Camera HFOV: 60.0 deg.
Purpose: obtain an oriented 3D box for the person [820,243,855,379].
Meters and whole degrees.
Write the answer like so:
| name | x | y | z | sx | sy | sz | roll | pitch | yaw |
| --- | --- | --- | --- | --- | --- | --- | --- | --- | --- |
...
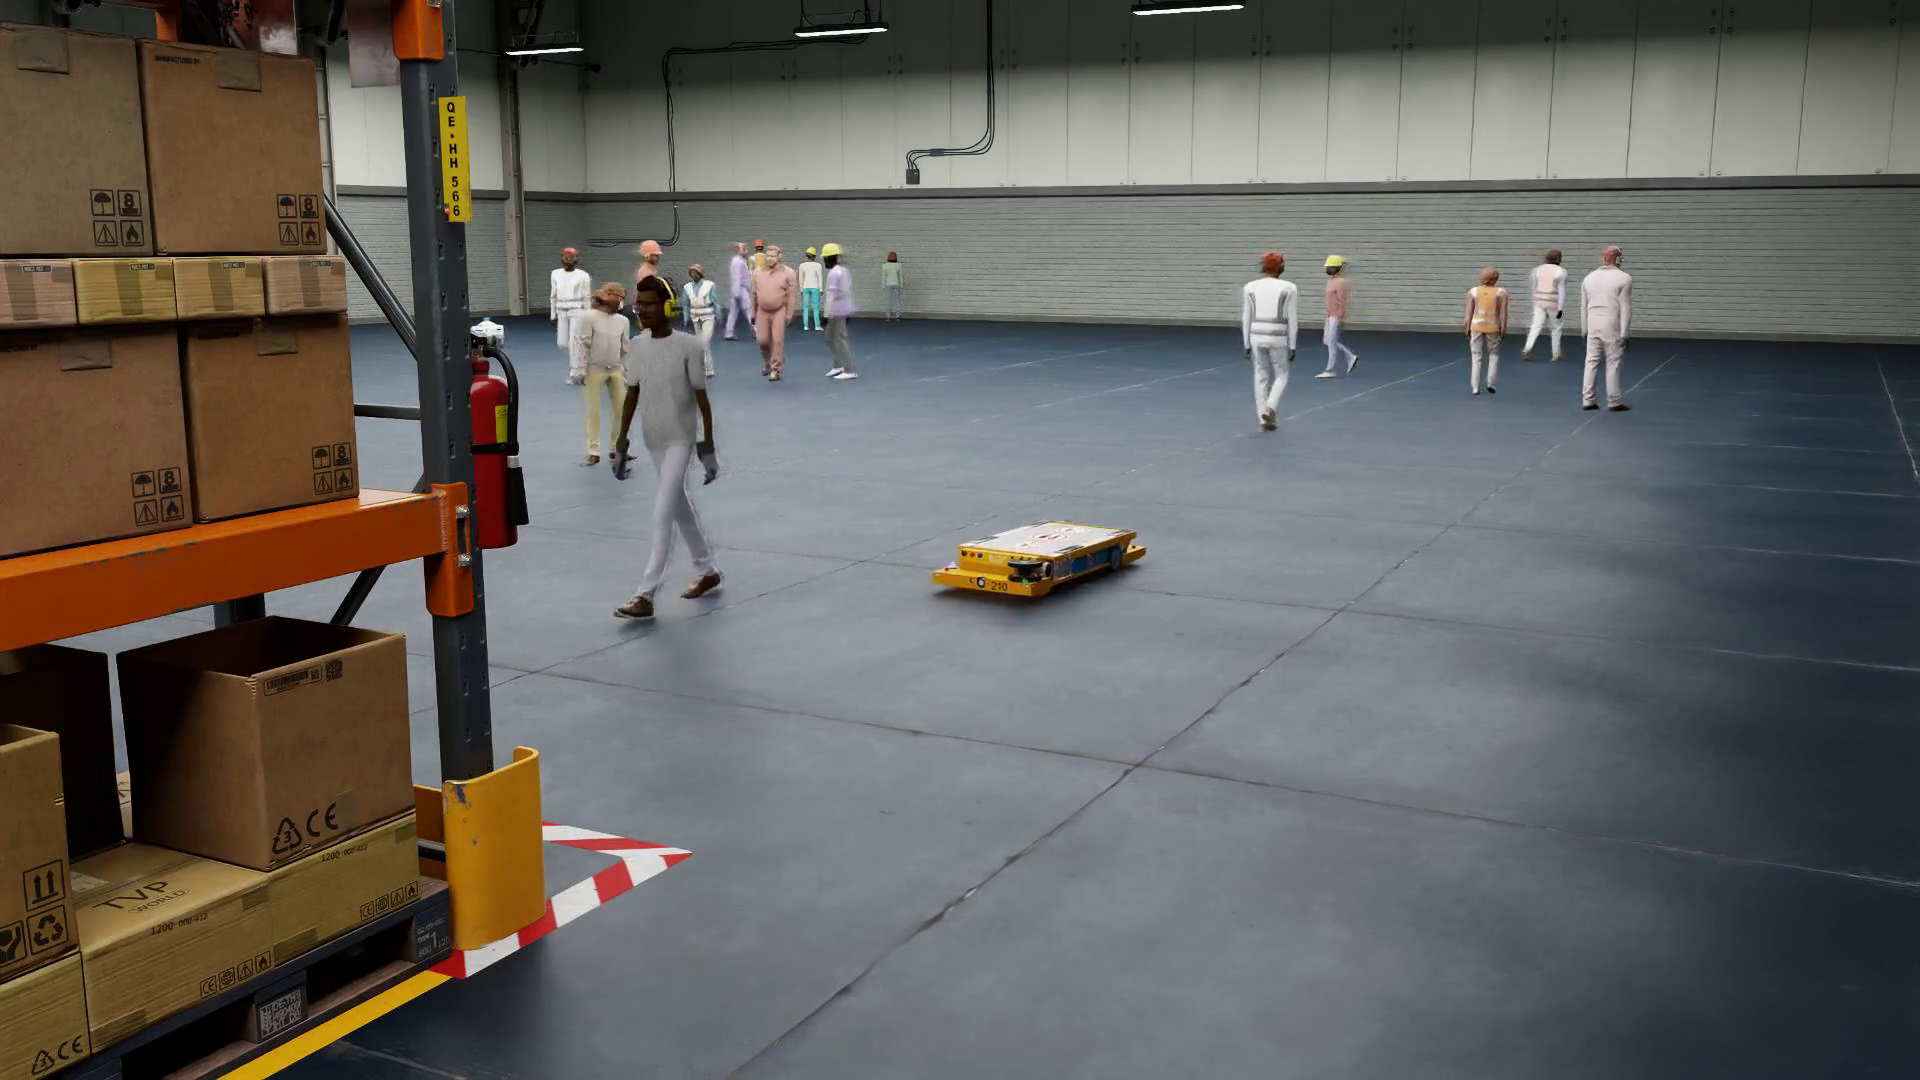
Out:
| name | x | y | z | sx | sy | sz | roll | pitch | yaw |
| --- | --- | --- | --- | --- | --- | --- | --- | --- | --- |
| person | -1.754 | -3.218 | 23.477 | 0.609 | 1.904 | 0.599 | 1 | 10 | 4 |

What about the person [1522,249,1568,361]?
| name | x | y | z | sx | sy | sz | roll | pitch | yaw |
| --- | --- | --- | --- | --- | --- | --- | --- | --- | --- |
| person | 9.431 | -3.762 | 26.723 | 0.921 | 1.811 | 0.631 | -9 | 14 | -41 |

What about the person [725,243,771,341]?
| name | x | y | z | sx | sy | sz | roll | pitch | yaw |
| --- | --- | --- | --- | --- | --- | --- | --- | --- | --- |
| person | -4.090 | -4.746 | 31.905 | 0.960 | 1.855 | 0.673 | -1 | 10 | -8 |

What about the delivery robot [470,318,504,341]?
| name | x | y | z | sx | sy | sz | roll | pitch | yaw |
| --- | --- | --- | --- | --- | --- | --- | --- | --- | --- |
| delivery robot | -8.401 | -3.705 | 29.546 | 0.477 | 0.478 | 0.707 | 2 | 11 | 10 |

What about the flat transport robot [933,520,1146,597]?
| name | x | y | z | sx | sy | sz | roll | pitch | yaw |
| --- | --- | --- | --- | --- | --- | --- | --- | --- | --- |
| flat transport robot | 0.501 | 0.087 | 9.901 | 0.652 | 0.197 | 1.431 | 7 | 12 | 32 |

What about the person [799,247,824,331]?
| name | x | y | z | sx | sy | sz | roll | pitch | yaw |
| --- | --- | --- | --- | --- | --- | --- | --- | --- | --- |
| person | -3.148 | -5.317 | 35.284 | 0.523 | 1.769 | 0.319 | 3 | 11 | 17 |

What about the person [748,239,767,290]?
| name | x | y | z | sx | sy | sz | roll | pitch | yaw |
| --- | --- | --- | --- | --- | --- | --- | --- | --- | --- |
| person | -4.551 | -5.887 | 37.918 | 0.545 | 1.941 | 0.350 | -3 | 11 | -15 |

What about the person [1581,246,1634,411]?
| name | x | y | z | sx | sy | sz | roll | pitch | yaw |
| --- | --- | --- | --- | --- | --- | --- | --- | --- | --- |
| person | 7.487 | -2.436 | 19.209 | 0.400 | 1.906 | 0.649 | -7 | 12 | -33 |

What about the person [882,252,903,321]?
| name | x | y | z | sx | sy | sz | roll | pitch | yaw |
| --- | --- | --- | --- | --- | --- | --- | --- | --- | --- |
| person | -1.602 | -6.030 | 39.525 | 0.507 | 1.636 | 0.274 | -1 | 10 | -8 |

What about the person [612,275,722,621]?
| name | x | y | z | sx | sy | sz | roll | pitch | yaw |
| --- | --- | --- | --- | --- | --- | --- | --- | --- | --- |
| person | -1.595 | -0.512 | 8.967 | 0.541 | 1.814 | 1.009 | 6 | 12 | 31 |

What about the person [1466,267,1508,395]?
| name | x | y | z | sx | sy | sz | roll | pitch | yaw |
| --- | --- | --- | --- | --- | --- | --- | --- | --- | --- |
| person | 6.709 | -2.661 | 21.207 | 0.524 | 1.622 | 0.523 | 5 | 12 | 25 |

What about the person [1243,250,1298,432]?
| name | x | y | z | sx | sy | sz | roll | pitch | yaw |
| --- | --- | --- | --- | --- | --- | --- | --- | --- | --- |
| person | 3.161 | -2.015 | 17.009 | 0.577 | 1.871 | 0.461 | 5 | 12 | 27 |

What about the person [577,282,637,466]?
| name | x | y | z | sx | sy | sz | roll | pitch | yaw |
| --- | --- | --- | --- | --- | --- | --- | --- | --- | --- |
| person | -3.143 | -1.464 | 14.702 | 0.597 | 1.616 | 0.301 | -10 | 14 | -44 |

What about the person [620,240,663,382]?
| name | x | y | z | sx | sy | sz | roll | pitch | yaw |
| --- | --- | --- | --- | --- | --- | --- | --- | --- | --- |
| person | -4.215 | -3.049 | 22.386 | 0.957 | 1.965 | 0.604 | 0 | 10 | 1 |

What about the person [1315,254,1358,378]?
| name | x | y | z | sx | sy | sz | roll | pitch | yaw |
| --- | --- | --- | --- | --- | --- | --- | --- | --- | --- |
| person | 5.377 | -3.175 | 23.626 | 0.573 | 1.750 | 0.540 | -1 | 10 | -7 |

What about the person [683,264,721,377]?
| name | x | y | z | sx | sy | sz | roll | pitch | yaw |
| --- | --- | --- | --- | --- | --- | --- | --- | --- | --- |
| person | -3.676 | -3.094 | 23.556 | 0.529 | 1.605 | 0.642 | 4 | 11 | 22 |

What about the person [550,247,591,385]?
| name | x | y | z | sx | sy | sz | roll | pitch | yaw |
| --- | --- | --- | --- | --- | --- | --- | --- | --- | --- |
| person | -5.294 | -3.067 | 22.759 | 0.590 | 1.862 | 0.651 | 3 | 11 | 17 |

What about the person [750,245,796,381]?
| name | x | y | z | sx | sy | sz | roll | pitch | yaw |
| --- | --- | --- | --- | --- | --- | --- | --- | --- | --- |
| person | -2.614 | -3.167 | 23.247 | 0.669 | 1.882 | 0.462 | 1 | 10 | 8 |
